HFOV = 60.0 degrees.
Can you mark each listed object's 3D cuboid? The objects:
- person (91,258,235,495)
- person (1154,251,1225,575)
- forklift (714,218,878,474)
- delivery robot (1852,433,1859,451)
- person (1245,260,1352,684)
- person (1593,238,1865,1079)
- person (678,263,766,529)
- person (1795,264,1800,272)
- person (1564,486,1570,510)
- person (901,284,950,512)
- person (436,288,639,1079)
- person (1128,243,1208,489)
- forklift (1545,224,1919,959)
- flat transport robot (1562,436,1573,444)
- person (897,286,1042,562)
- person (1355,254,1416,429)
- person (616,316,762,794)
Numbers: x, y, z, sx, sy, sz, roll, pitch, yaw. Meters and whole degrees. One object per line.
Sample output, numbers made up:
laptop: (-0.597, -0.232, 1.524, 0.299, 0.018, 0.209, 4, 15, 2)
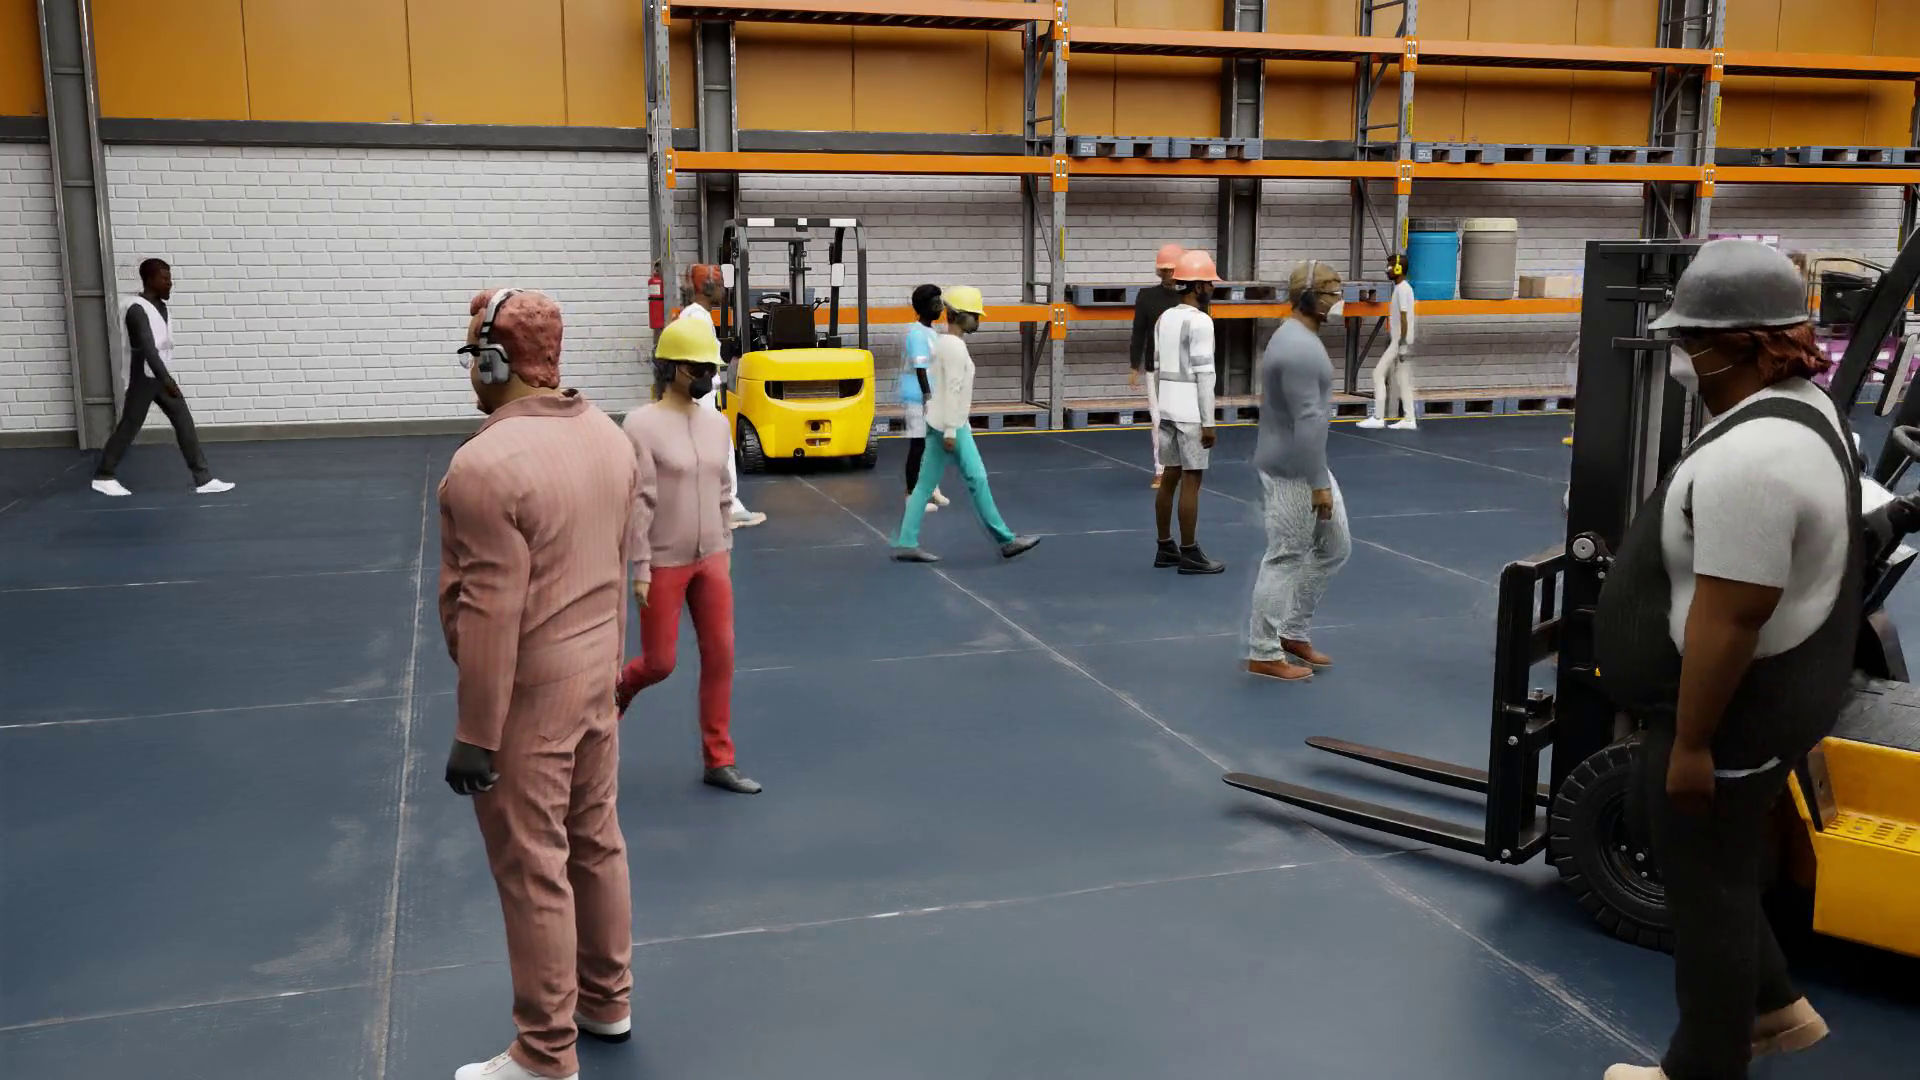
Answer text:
person: (-6.349, -1.266, 13.032, 1.048, 1.865, 0.576, 0, 10, 1)
person: (1.384, -0.765, 10.045, 0.374, 1.939, 0.545, -4, 11, -23)
forklift: (-1.522, -1.778, 14.899, 1.214, 2.155, 2.313, -3, 11, -17)
delivery robot: (7.007, -0.762, 13.568, 0.707, 0.478, 0.477, -7, 13, -34)
person: (1.556, -0.289, 7.502, 0.542, 1.921, 0.640, 3, 11, 16)
person: (1.707, 0.330, 3.762, 0.536, 2.000, 0.707, 7, 12, 34)
person: (-1.692, -0.938, 11.275, 0.915, 1.833, 0.640, -3, 11, -14)
person: (4.919, -0.711, 9.969, 0.918, 1.867, 0.647, 2, 11, 11)
person: (3.537, -0.537, 9.053, 0.574, 1.842, 0.563, 0, 10, 2)
person: (-0.229, -1.030, 12.204, 0.421, 1.682, 0.536, 4, 11, 21)
person: (-1.018, 0.363, 3.954, 0.408, 1.905, 0.654, 3, 11, 17)
person: (1.661, -1.381, 13.326, 0.611, 1.971, 0.439, 5, 11, 25)
forklift: (2.909, 0.117, 4.508, 2.313, 2.155, 1.214, 9, 14, 40)
flat transport robot: (6.556, -1.041, 16.134, 1.431, 0.197, 0.652, -8, 13, -36)
person: (0.025, -0.705, 10.316, 0.927, 1.705, 0.537, -2, 11, -11)
person: (4.492, -2.076, 17.502, 0.759, 1.838, 0.551, 3, 11, 18)
person: (-1.063, 0.055, 6.080, 0.665, 1.743, 0.533, 8, 13, 39)
